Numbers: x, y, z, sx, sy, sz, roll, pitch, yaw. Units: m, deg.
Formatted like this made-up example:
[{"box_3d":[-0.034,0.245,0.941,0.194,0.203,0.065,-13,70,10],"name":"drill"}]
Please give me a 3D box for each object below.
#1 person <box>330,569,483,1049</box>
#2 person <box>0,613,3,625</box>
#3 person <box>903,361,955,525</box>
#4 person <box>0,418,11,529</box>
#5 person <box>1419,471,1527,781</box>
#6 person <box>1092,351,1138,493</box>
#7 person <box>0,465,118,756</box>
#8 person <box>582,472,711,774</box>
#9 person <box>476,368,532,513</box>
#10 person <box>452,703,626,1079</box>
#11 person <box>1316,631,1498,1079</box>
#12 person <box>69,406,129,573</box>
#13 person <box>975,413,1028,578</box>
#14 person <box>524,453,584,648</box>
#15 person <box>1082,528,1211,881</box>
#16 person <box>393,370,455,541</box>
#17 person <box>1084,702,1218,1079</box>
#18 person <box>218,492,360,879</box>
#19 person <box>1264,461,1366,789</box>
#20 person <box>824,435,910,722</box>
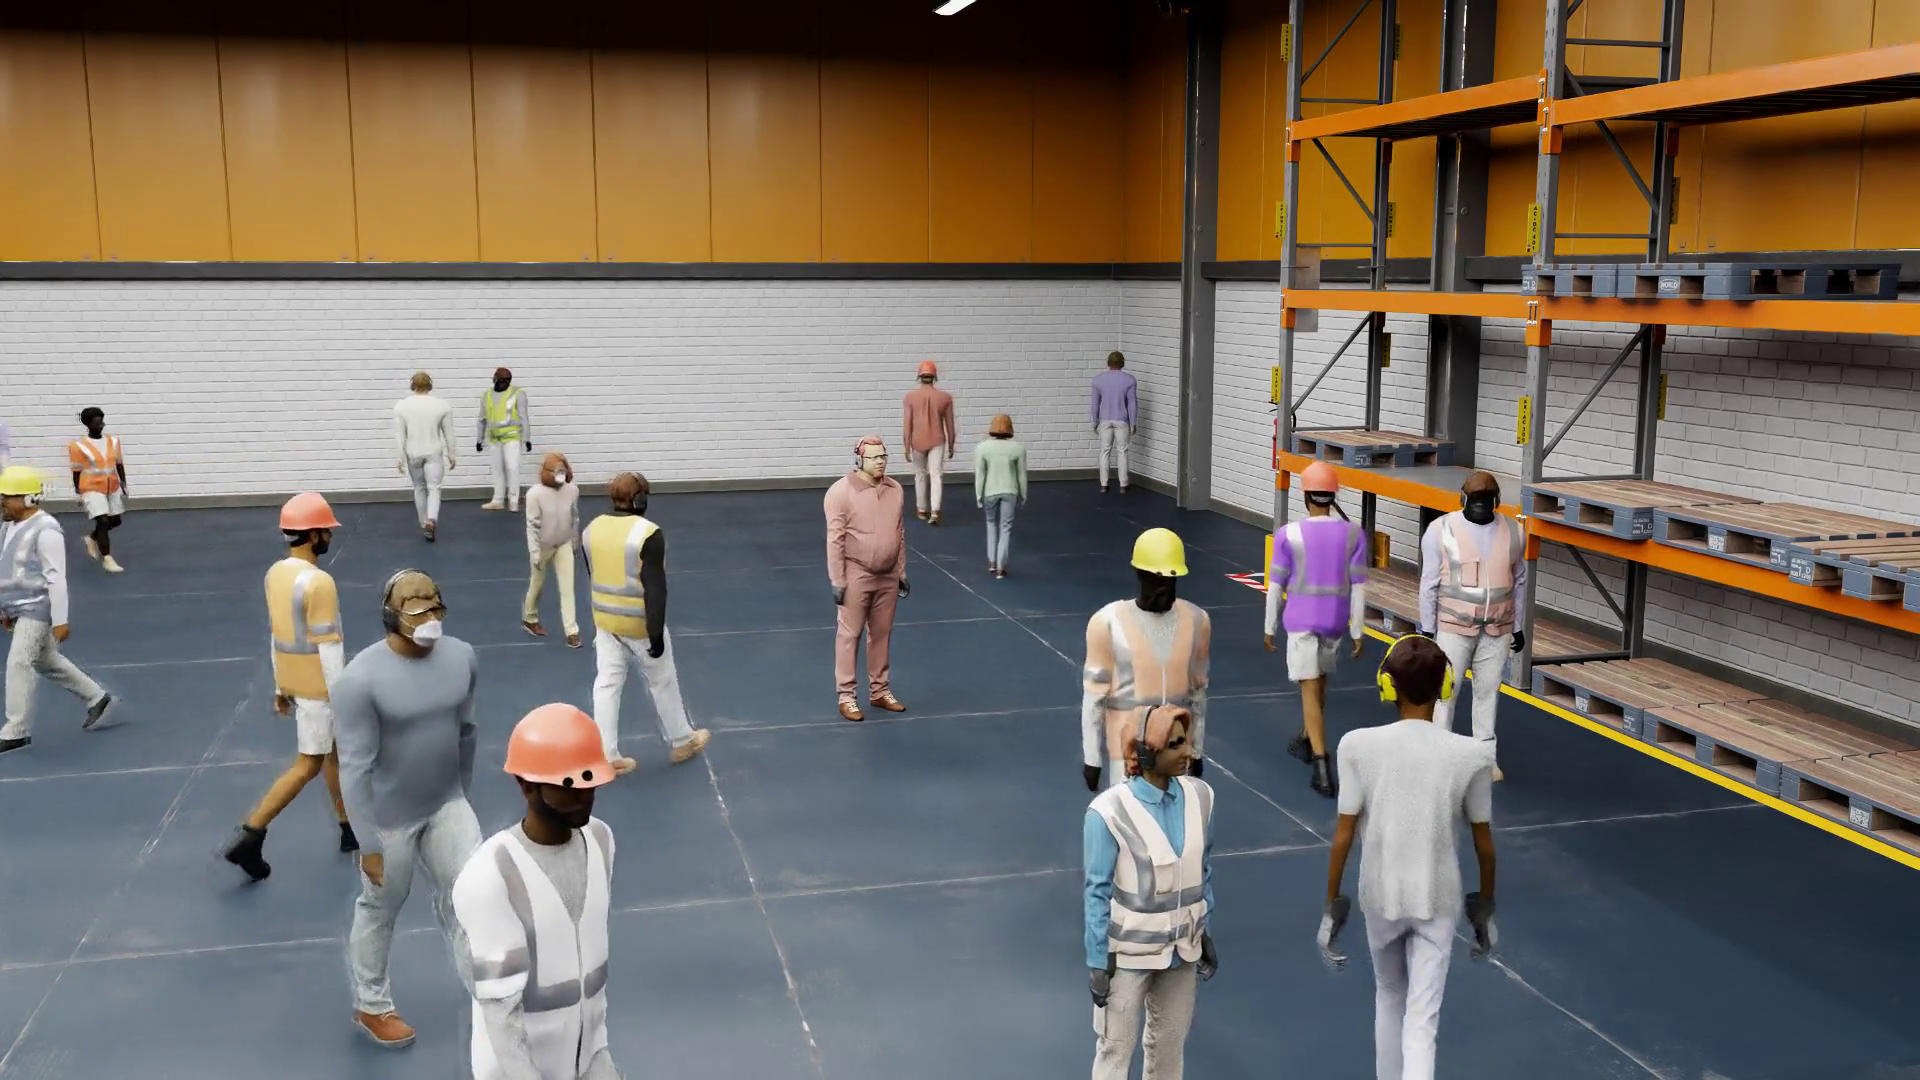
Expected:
[{"box_3d":[-1.991,1.051,6.222,0.985,1.887,0.651,7,11,37],"name":"person"},{"box_3d":[-8.058,-0.058,13.241,0.672,1.854,1.007,4,10,25],"name":"person"},{"box_3d":[-0.368,-1.160,19.868,0.626,1.956,1.017,-1,9,-4],"name":"person"},{"box_3d":[-9.855,-0.629,16.719,0.593,1.891,0.900,-3,10,-17],"name":"person"},{"box_3d":[3.016,0.509,9.767,0.635,1.840,0.429,0,9,-2],"name":"person"},{"box_3d":[2.109,-1.605,22.655,0.635,1.937,0.352,3,10,18],"name":"person"},{"box_3d":[-5.800,0.410,10.496,0.594,1.803,0.866,8,12,40],"name":"person"},{"box_3d":[-1.904,0.485,10.011,0.663,1.802,0.889,5,11,31],"name":"person"},{"box_3d":[-5.756,-1.245,20.863,0.721,1.816,0.486,3,10,20],"name":"person"},{"box_3d":[-1.031,1.353,4.363,1.006,1.878,0.546,6,11,35],"name":"person"},{"box_3d":[1.456,1.225,5.418,0.574,1.833,0.917,3,10,18],"name":"person"},{"box_3d":[-8.669,-0.515,16.664,0.638,1.671,0.536,5,10,27],"name":"person"},{"box_3d":[0.424,-0.454,16.471,0.516,1.607,0.629,1,9,7],"name":"person"},{"box_3d":[-3.307,0.057,13.441,0.499,1.568,0.880,-7,12,-39],"name":"person"},{"box_3d":[0.791,0.863,7.342,0.605,1.908,0.729,-3,10,-19],"name":"person"},{"box_3d":[-6.010,-0.950,18.688,0.641,1.908,0.936,-2,9,-14],"name":"person"},{"box_3d":[0.607,1.320,5.313,0.522,1.645,0.305,-6,11,-34],"name":"person"},{"box_3d":[-3.296,0.716,8.287,0.552,1.911,0.899,9,13,43],"name":"person"},{"box_3d":[2.095,0.482,9.791,0.559,1.895,0.977,-1,9,-6],"name":"person"},{"box_3d":[-0.599,0.247,11.197,0.636,1.911,0.405,-8,12,-39],"name":"person"}]
